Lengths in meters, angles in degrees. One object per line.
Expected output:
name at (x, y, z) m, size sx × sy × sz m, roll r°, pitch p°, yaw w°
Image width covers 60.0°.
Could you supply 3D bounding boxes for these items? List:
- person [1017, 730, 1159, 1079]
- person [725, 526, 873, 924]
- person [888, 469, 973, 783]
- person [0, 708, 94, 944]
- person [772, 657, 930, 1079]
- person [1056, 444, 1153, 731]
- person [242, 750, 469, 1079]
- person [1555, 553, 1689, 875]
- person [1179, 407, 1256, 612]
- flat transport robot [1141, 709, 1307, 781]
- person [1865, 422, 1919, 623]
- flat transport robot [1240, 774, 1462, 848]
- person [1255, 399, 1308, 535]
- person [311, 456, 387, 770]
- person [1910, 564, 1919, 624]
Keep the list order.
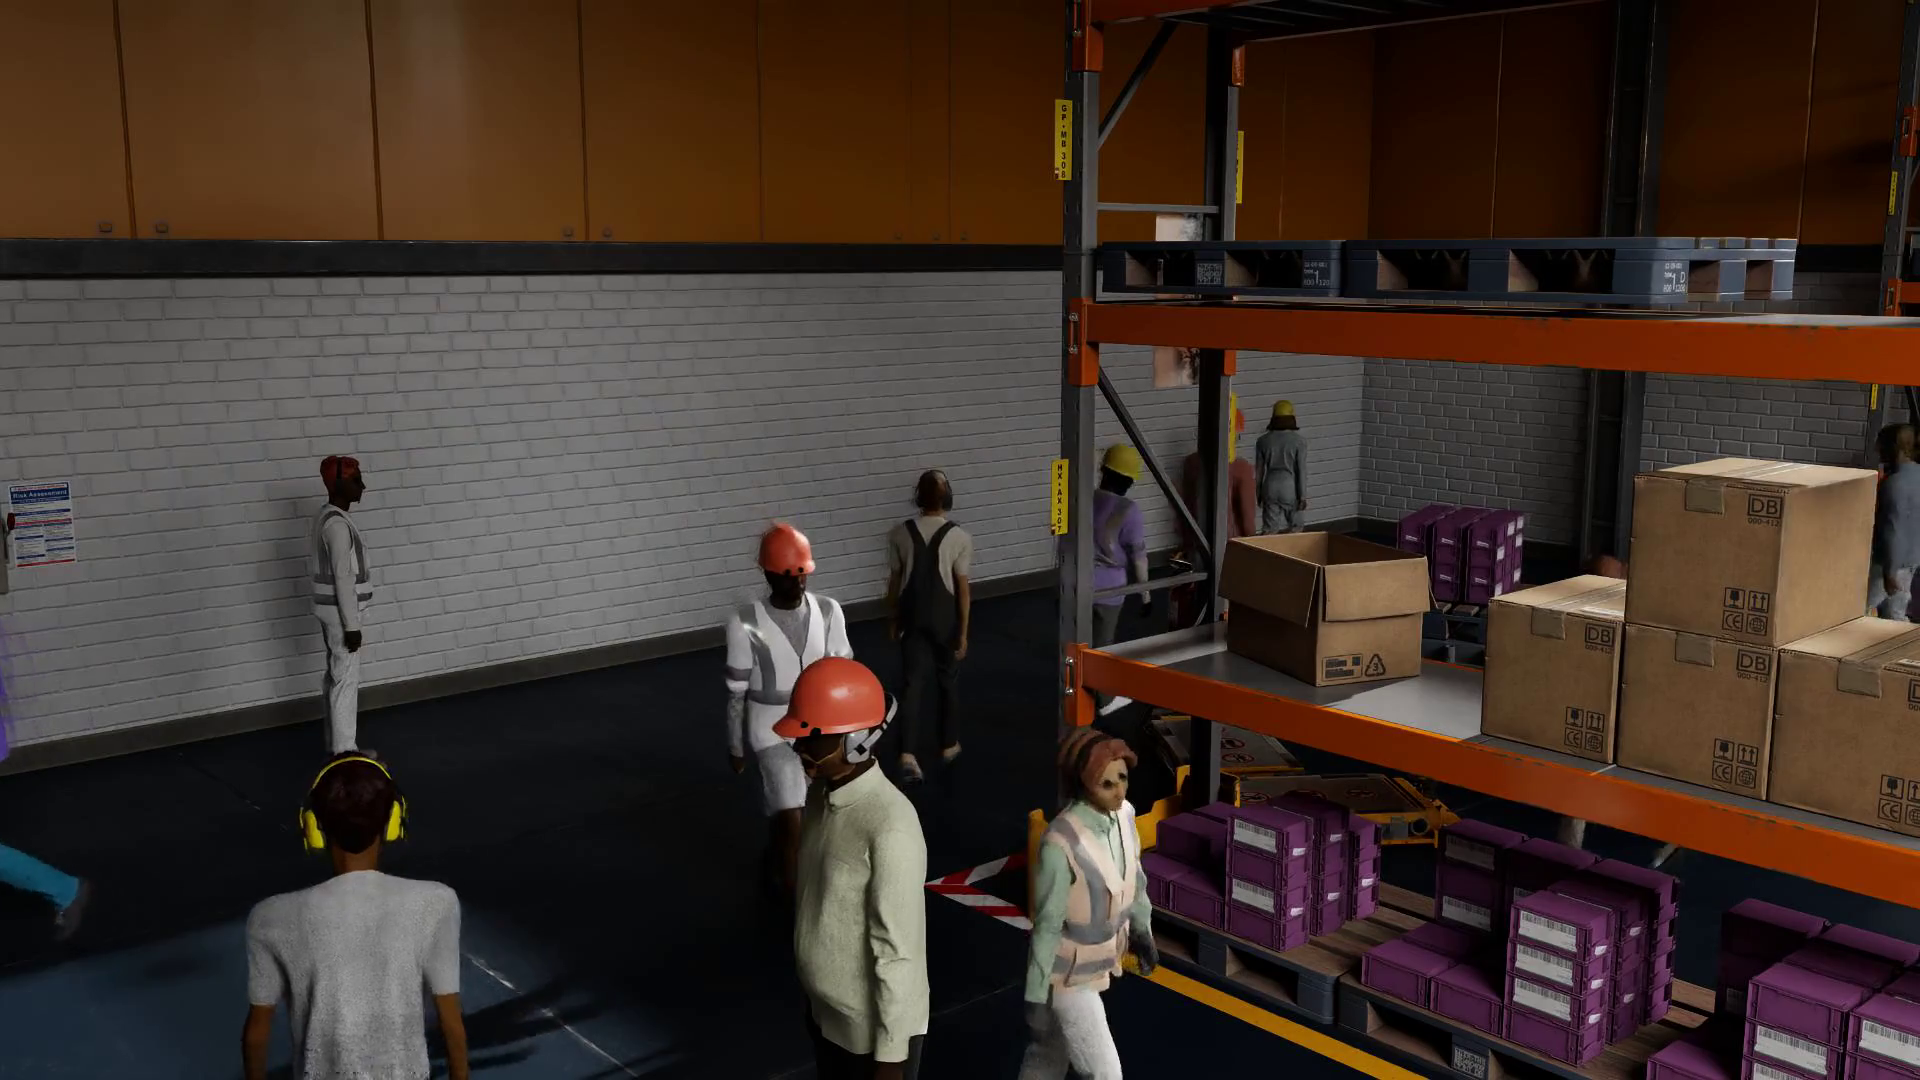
person at (0.464, 1.358, 5.200) m, size 0.823 × 1.587 × 0.637 m, roll 5°, pitch 11°, yaw 28°
person at (-0.768, 0.850, 7.401) m, size 0.547 × 1.889 × 1.022 m, roll -6°, pitch 12°, yaw -33°
person at (-0.190, 0.492, 9.697) m, size 0.526 × 1.812 × 0.913 m, roll 2°, pitch 10°, yaw 11°
person at (-4.223, 0.933, 7.072) m, size 0.792 × 1.819 × 0.576 m, roll -9°, pitch 13°, yaw -43°
person at (-0.297, 1.286, 4.531) m, size 0.404 × 1.987 × 0.608 m, roll -5°, pitch 11°, yaw -28°
person at (0.934, 0.326, 10.504) m, size 0.861 × 1.862 × 0.601 m, roll -9°, pitch 13°, yaw -42°
person at (-1.527, 1.423, 4.202) m, size 0.513 × 1.822 × 0.965 m, roll -6°, pitch 11°, yaw -30°
person at (3.174, 0.878, 7.998) m, size 0.547 × 1.608 × 0.664 m, roll -5°, pitch 11°, yaw -27°
person at (1.853, 0.010, 12.003) m, size 0.641 × 1.976 × 0.488 m, roll 9°, pitch 13°, yaw 42°
flat transport robot at (1.520, 1.256, 9.702) m, size 0.652 × 0.197 × 1.431 m, roll -1°, pitch 10°, yaw -5°
person at (6.288, 0.160, 11.287) m, size 0.632 × 1.918 × 0.446 m, roll -9°, pitch 13°, yaw -43°
flat transport robot at (1.884, 1.425, 8.712) m, size 1.431 × 0.197 × 0.652 m, roll -1°, pitch 10°, yaw -5°
person at (2.967, -0.429, 15.290) m, size 0.518 × 1.724 × 0.519 m, roll 5°, pitch 11°, yaw 28°
person at (-3.608, 0.443, 9.740) m, size 0.337 × 1.882 × 0.585 m, roll -5°, pitch 11°, yaw -27°
person at (4.720, 0.721, 7.954) m, size 0.628 × 1.940 × 0.378 m, roll -8°, pitch 13°, yaw -41°
